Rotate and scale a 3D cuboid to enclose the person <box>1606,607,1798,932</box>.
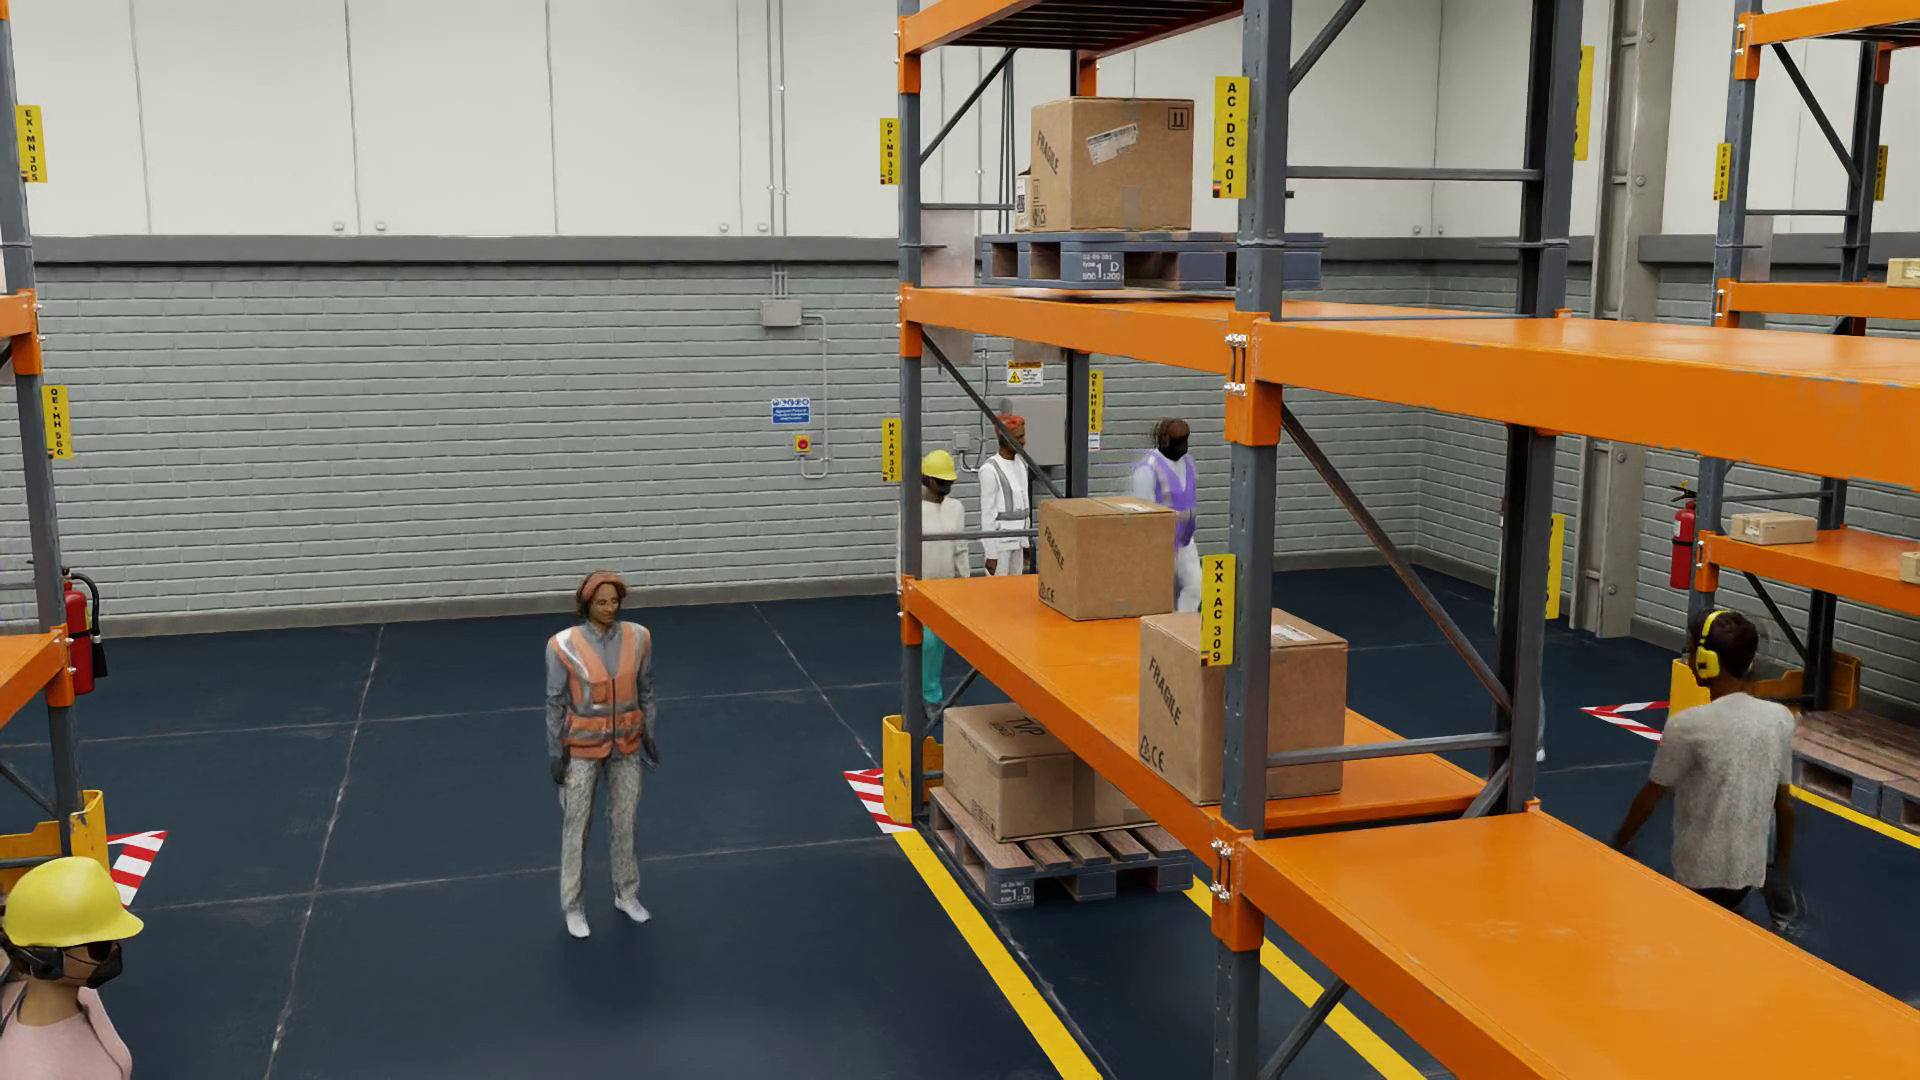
[{"bbox_3d":[2.503,1.126,5.753,0.503,1.826,0.869,-5,11,-26],"label":"person"}]

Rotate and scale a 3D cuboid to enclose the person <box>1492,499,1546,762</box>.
[{"bbox_3d":[3.332,0.503,9.901,0.289,1.623,0.500,-1,10,-8],"label":"person"}]

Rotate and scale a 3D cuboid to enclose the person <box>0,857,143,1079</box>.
[{"bbox_3d":[-1.909,1.535,3.637,0.335,1.757,0.517,-4,11,-20],"label":"person"}]

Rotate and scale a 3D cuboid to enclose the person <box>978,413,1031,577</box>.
[{"bbox_3d":[0.326,0.036,11.851,0.351,1.878,0.568,5,11,28],"label":"person"}]

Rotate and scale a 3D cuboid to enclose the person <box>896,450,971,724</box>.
[{"bbox_3d":[-0.157,0.291,10.713,0.550,1.756,0.373,-9,13,-41],"label":"person"}]

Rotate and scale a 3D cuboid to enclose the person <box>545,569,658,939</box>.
[{"bbox_3d":[-1.593,0.933,7.406,0.522,1.636,0.310,-7,12,-36],"label":"person"}]

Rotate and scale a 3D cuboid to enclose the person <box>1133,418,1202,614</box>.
[{"bbox_3d":[1.554,0.019,12.086,0.655,1.818,0.626,-10,14,-44],"label":"person"}]
